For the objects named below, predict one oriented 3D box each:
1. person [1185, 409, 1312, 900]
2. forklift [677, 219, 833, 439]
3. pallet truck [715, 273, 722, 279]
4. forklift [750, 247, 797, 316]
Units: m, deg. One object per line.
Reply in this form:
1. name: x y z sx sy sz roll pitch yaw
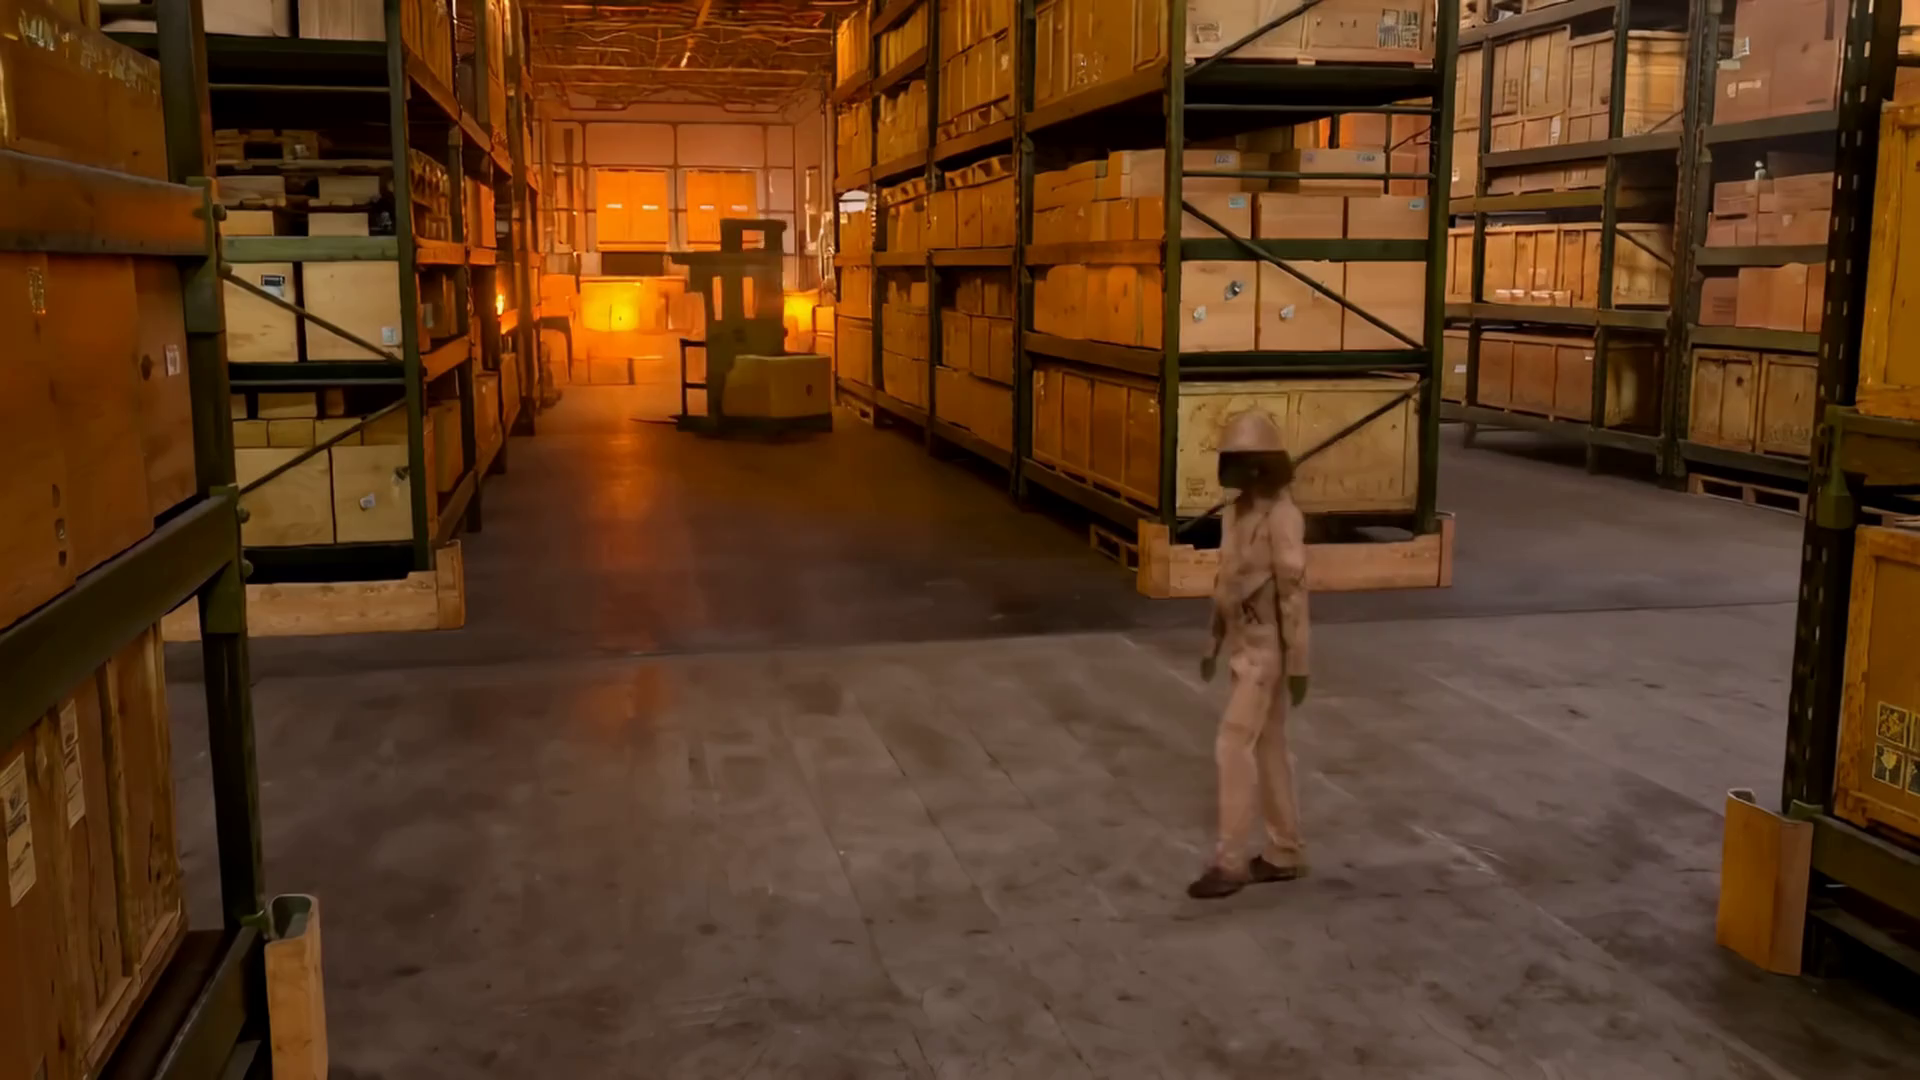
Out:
1. person: 0.967 0.403 5.854 0.624 1.721 0.516 -2 10 -13
2. forklift: -2.684 -2.786 21.804 1.873 2.768 1.129 7 12 36
3. pallet truck: -8.580 -8.986 62.280 1.885 1.965 0.823 1 9 5
4. forklift: -5.884 -7.530 50.722 1.129 2.768 1.873 -7 12 -38
